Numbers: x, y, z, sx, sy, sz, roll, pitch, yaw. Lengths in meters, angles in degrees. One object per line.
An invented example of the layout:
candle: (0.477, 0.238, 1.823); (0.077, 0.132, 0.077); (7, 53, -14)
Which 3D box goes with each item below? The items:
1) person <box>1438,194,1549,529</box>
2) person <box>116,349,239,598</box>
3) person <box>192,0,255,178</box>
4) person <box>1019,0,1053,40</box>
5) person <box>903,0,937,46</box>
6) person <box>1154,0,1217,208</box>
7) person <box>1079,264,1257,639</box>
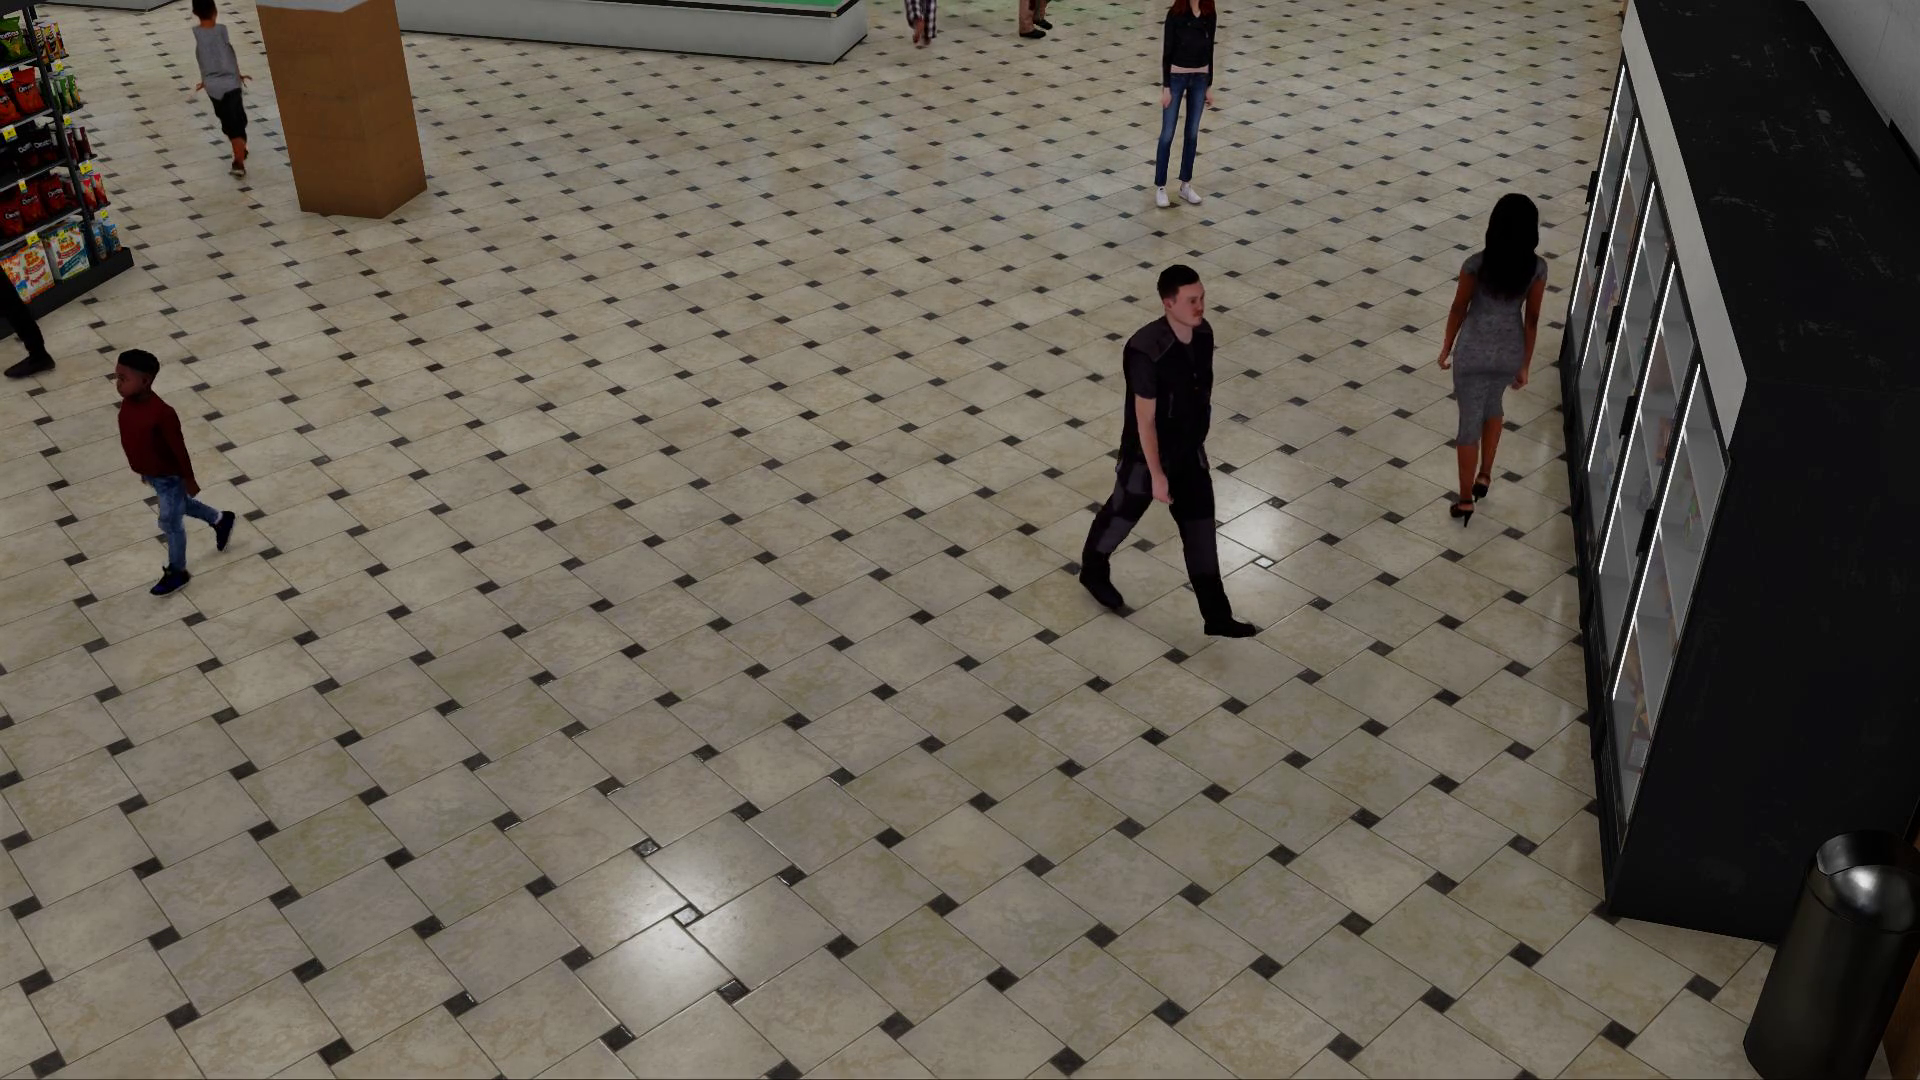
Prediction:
person: (2.702, -0.853, 8.458); (0.668, 1.765, 0.721); (0, 32, 0)
person: (-3.873, -0.384, 8.194); (0.835, 1.248, 0.718); (18, 36, 27)
person: (-5.899, -3.659, 13.291); (1.027, 1.426, 0.949); (-7, 33, -11)
person: (0.692, -5.965, 16.616); (0.700, 1.827, 0.726); (13, 34, 20)
person: (-0.373, -5.723, 16.225); (0.880, 1.828, 0.893); (-3, 32, -5)
person: (1.705, -3.421, 12.567); (0.629, 1.786, 0.725); (-8, 33, -12)
person: (0.860, -0.408, 7.716); (1.150, 1.795, 1.324); (-25, 39, -34)
